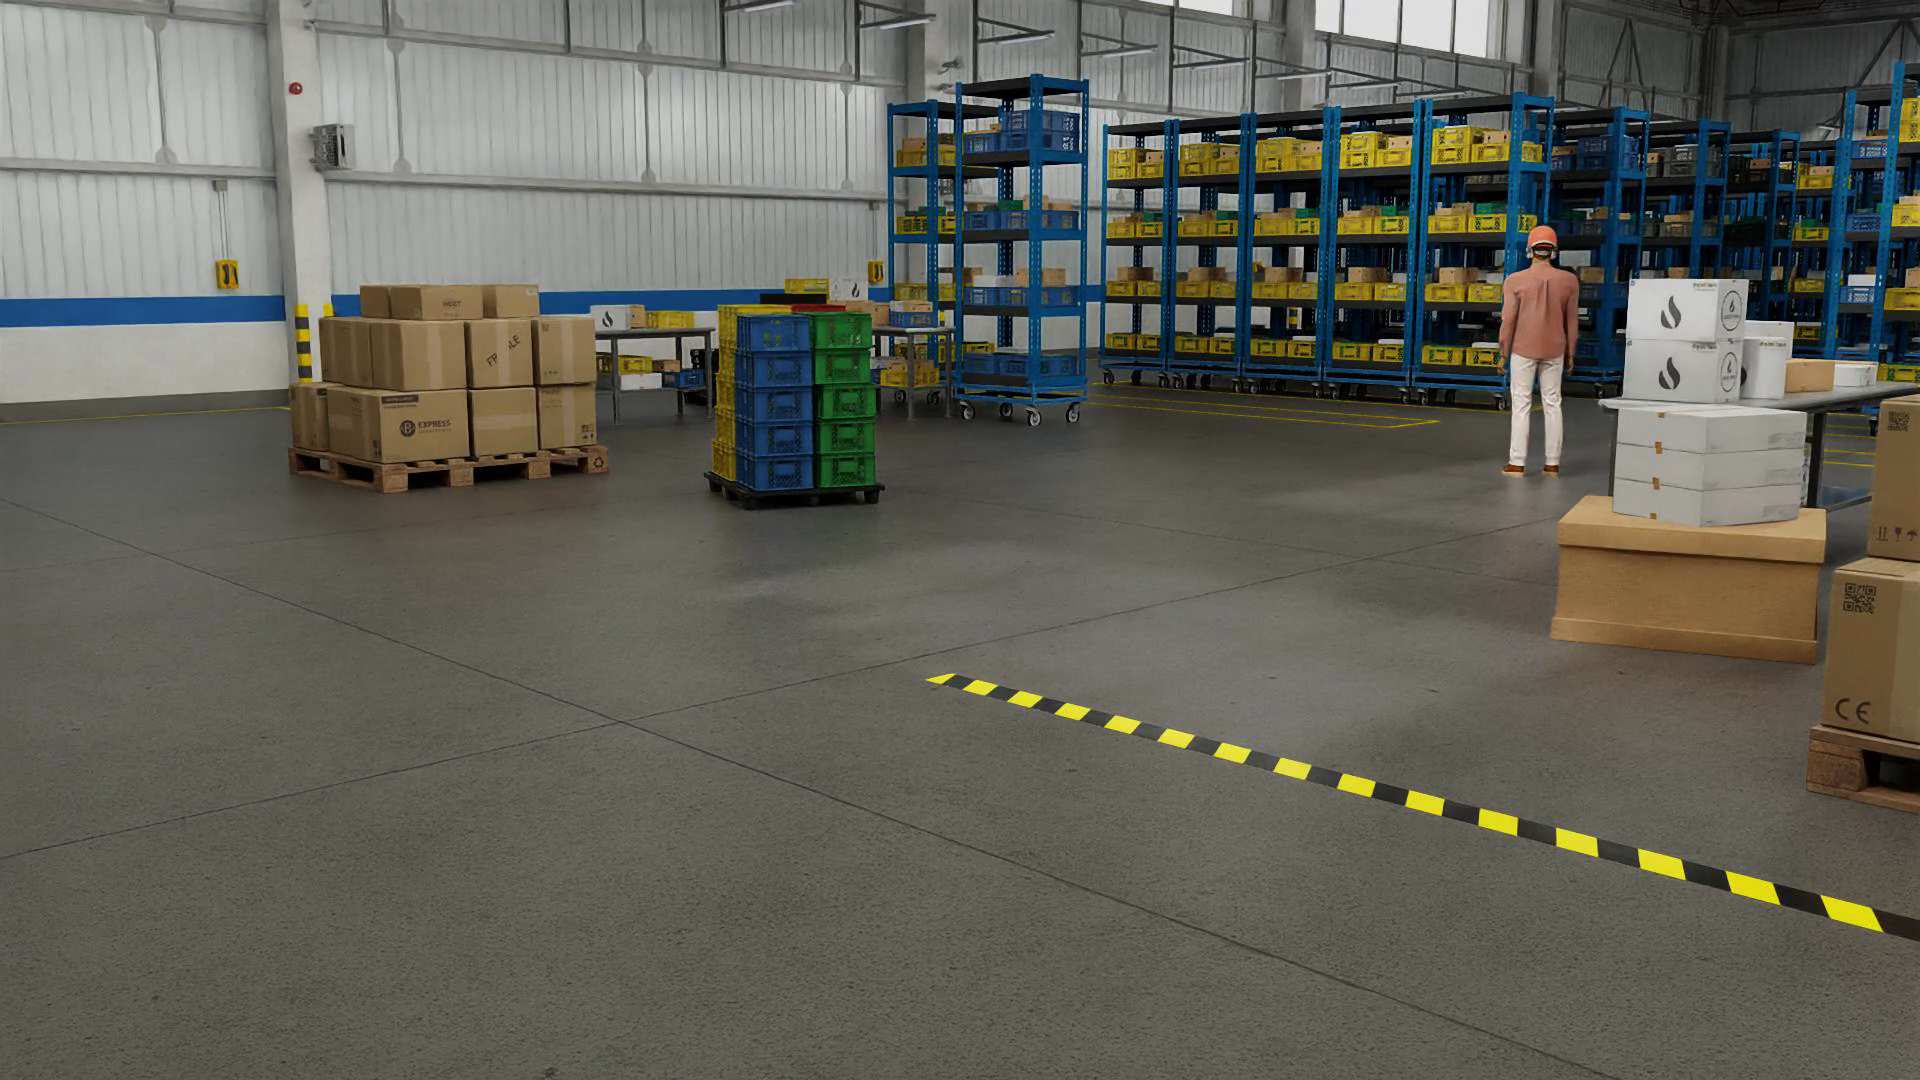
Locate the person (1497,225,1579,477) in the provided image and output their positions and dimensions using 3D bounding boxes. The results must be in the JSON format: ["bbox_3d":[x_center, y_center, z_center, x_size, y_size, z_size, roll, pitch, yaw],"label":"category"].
[{"bbox_3d":[4.586,-1.491,13.237,0.623,1.992,0.397,0,9,1],"label":"person"}]
